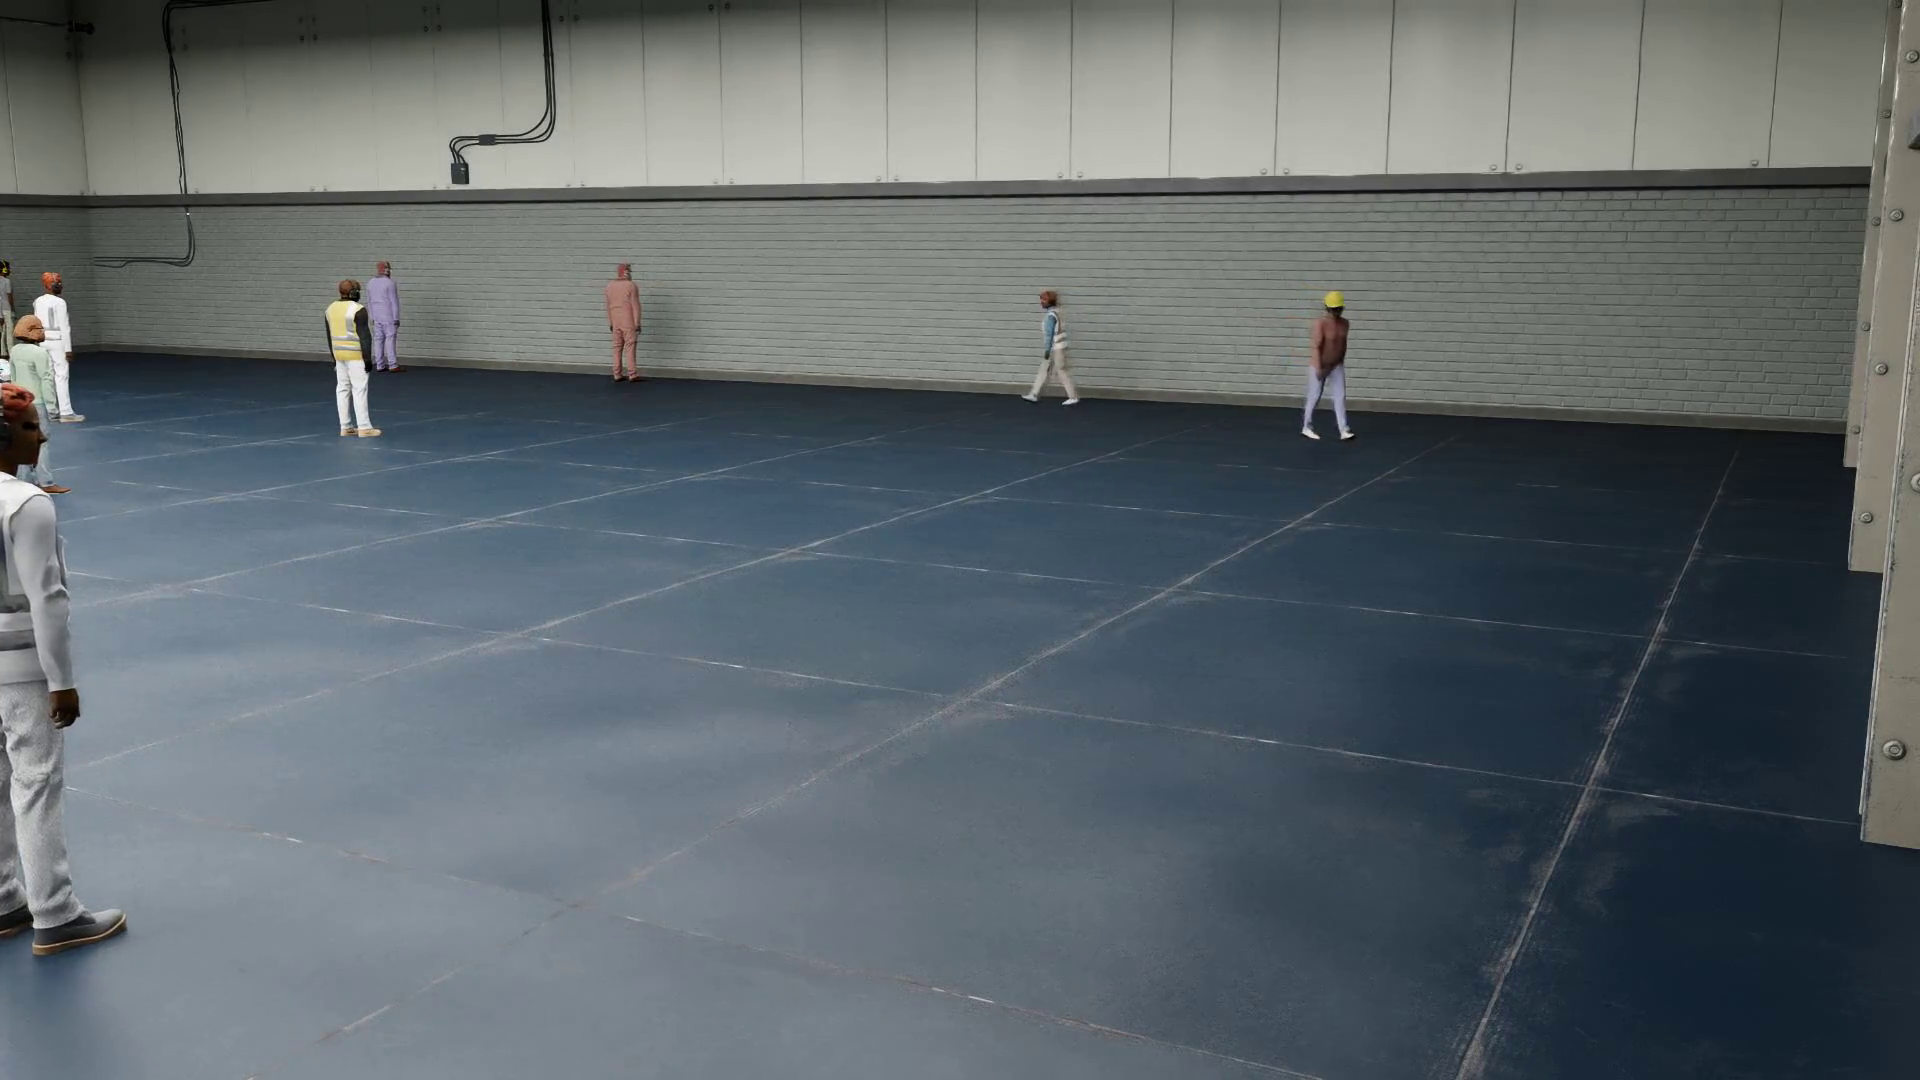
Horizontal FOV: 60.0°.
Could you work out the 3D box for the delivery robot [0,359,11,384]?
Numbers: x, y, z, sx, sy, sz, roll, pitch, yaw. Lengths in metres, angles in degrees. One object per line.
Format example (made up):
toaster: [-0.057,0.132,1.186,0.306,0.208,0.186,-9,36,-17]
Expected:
delivery robot: [-14.537,-2.563,25.118,0.707,0.478,0.477,1,11,5]

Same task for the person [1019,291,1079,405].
person: [1.259,-2.651,23.036,0.849,1.575,0.565,0,10,-2]

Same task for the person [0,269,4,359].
person: [-17.065,-3.984,29.362,0.547,1.934,0.376,6,12,28]

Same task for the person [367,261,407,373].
person: [-9.861,-3.829,28.591,0.642,1.909,0.399,6,12,28]

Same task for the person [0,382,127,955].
person: [-3.108,0.423,5.470,0.574,1.881,0.358,6,12,28]

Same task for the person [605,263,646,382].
person: [-5.372,-3.483,26.716,0.642,1.905,0.399,6,12,28]

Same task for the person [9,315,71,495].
person: [-8.421,-1.227,15.145,0.501,1.633,0.282,6,12,28]

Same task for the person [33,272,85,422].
person: [-11.427,-2.428,21.019,0.574,1.882,0.358,6,12,28]

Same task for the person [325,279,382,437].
person: [-7.112,-2.126,19.483,0.623,1.844,0.430,6,12,28]

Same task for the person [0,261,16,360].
person: [-17.989,-4.319,31.363,0.513,1.872,0.331,6,12,28]

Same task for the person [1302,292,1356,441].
person: [4.234,-1.968,18.955,0.560,1.707,0.893,-5,12,-26]
